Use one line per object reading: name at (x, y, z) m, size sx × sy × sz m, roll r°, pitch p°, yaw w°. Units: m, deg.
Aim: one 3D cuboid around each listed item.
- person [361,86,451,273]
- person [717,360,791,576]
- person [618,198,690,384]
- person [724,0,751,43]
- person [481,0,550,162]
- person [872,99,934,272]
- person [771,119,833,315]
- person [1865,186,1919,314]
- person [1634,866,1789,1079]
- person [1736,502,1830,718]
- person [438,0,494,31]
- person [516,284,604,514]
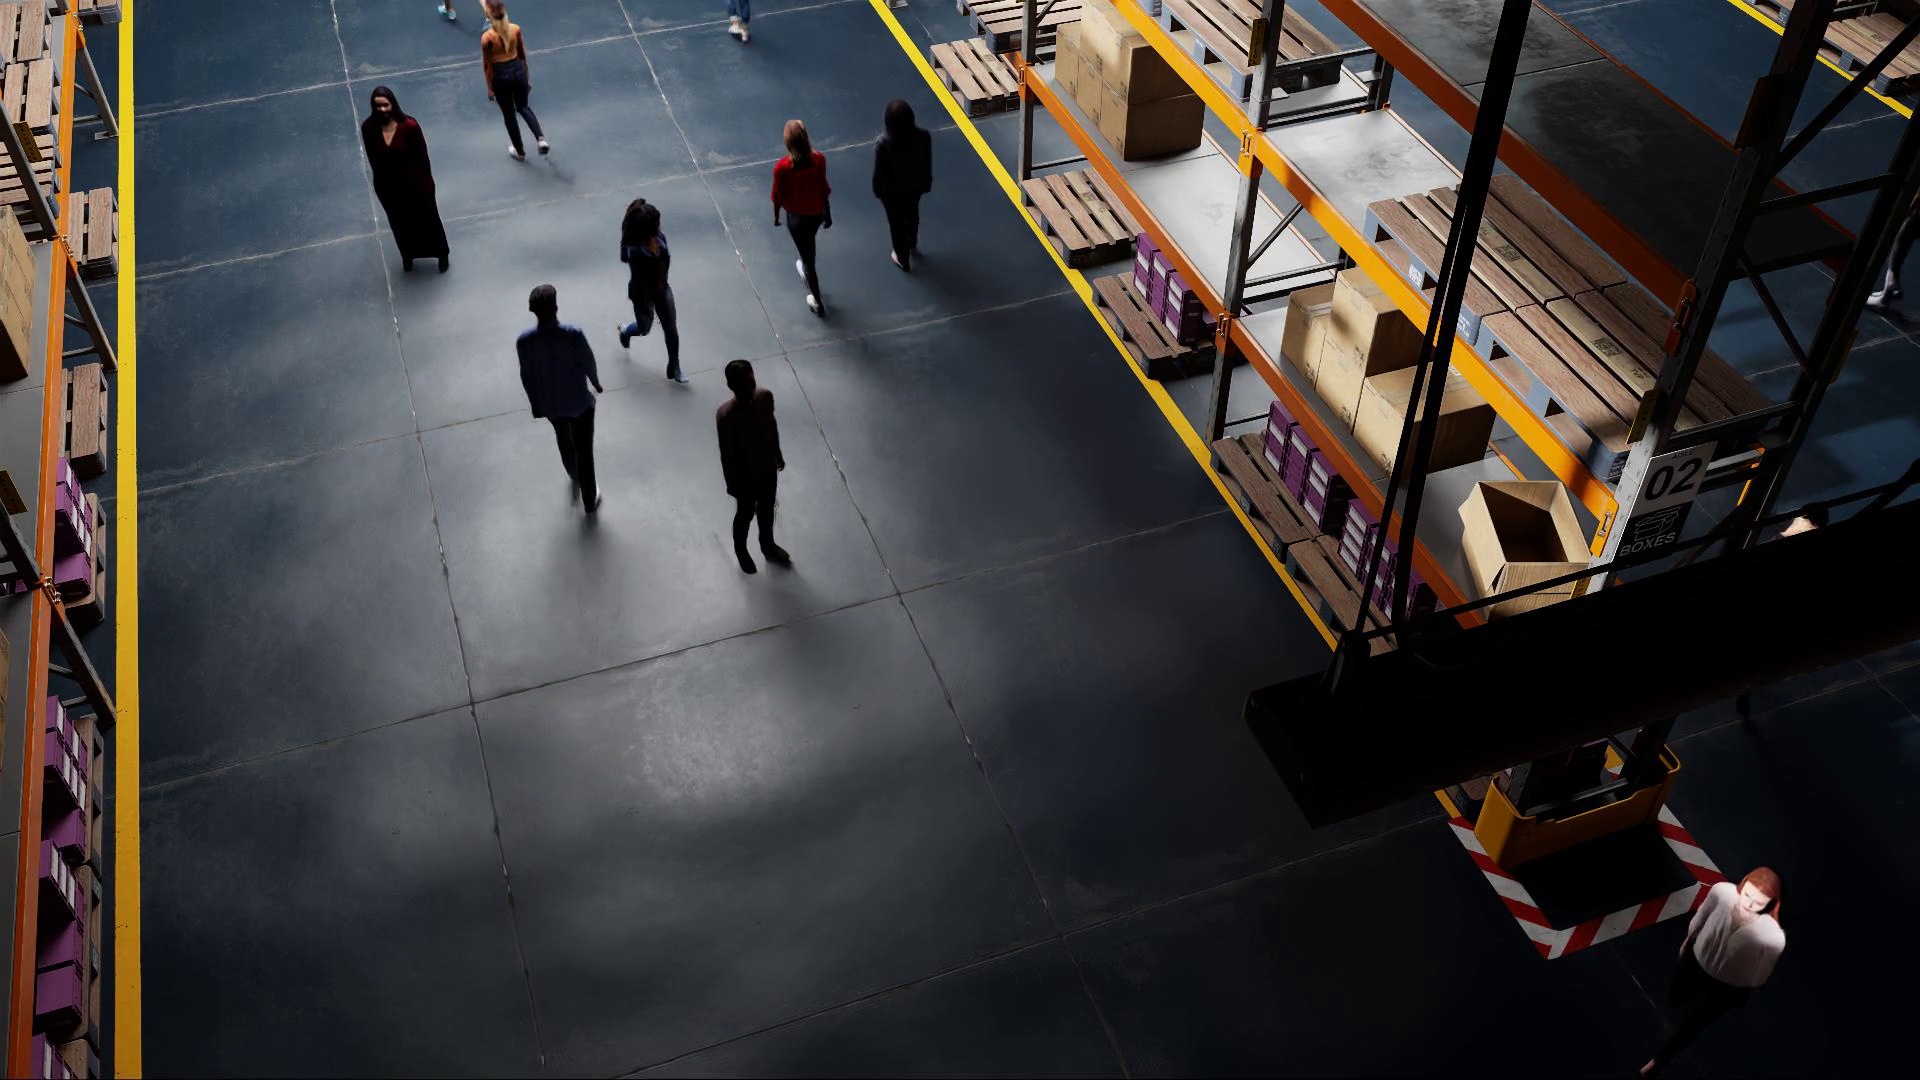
person at (-4.737, -3.070, 14.171) m, size 0.748 × 1.757 × 0.731 m, roll 0°, pitch 44°, yaw -1°
person at (-1.445, -0.529, 11.487) m, size 0.748 × 1.779 × 0.738 m, roll -28°, pitch 50°, yaw -26°
person at (-2.491, -1.962, 13.123) m, size 1.082 × 1.599 × 0.937 m, roll 29°, pitch 51°, yaw 27°
person at (-2.318, -5.901, 17.352) m, size 0.596 × 1.468 × 0.534 m, roll -16°, pitch 46°, yaw -16°
person at (-4.151, -4.242, 15.502) m, size 0.751 × 1.617 × 0.884 m, roll -33°, pitch 53°, yaw -30°
person at (-0.465, -3.015, 14.238) m, size 0.692 × 1.584 × 0.659 m, roll -17°, pitch 46°, yaw -17°
person at (-1.255, -2.626, 13.766) m, size 0.685 × 1.673 × 0.968 m, roll -19°, pitch 47°, yaw -19°
person at (7.939, -2.586, 13.705) m, size 0.694 × 1.698 × 0.719 m, roll -34°, pitch 53°, yaw -31°
person at (3.950, 2.225, 8.634) m, size 0.839 × 1.727 × 0.974 m, roll -27°, pitch 50°, yaw -26°
person at (5.222, 0.354, 10.653) m, size 0.814 × 1.653 × 1.071 m, roll 2°, pitch 44°, yaw 2°
person at (-5.279, -6.185, 17.462) m, size 1.252 × 1.728 × 0.945 m, roll 33°, pitch 53°, yaw 30°
person at (-2.819, -0.952, 11.870) m, size 0.814 × 1.863 × 0.968 m, roll -1°, pitch 44°, yaw -1°
